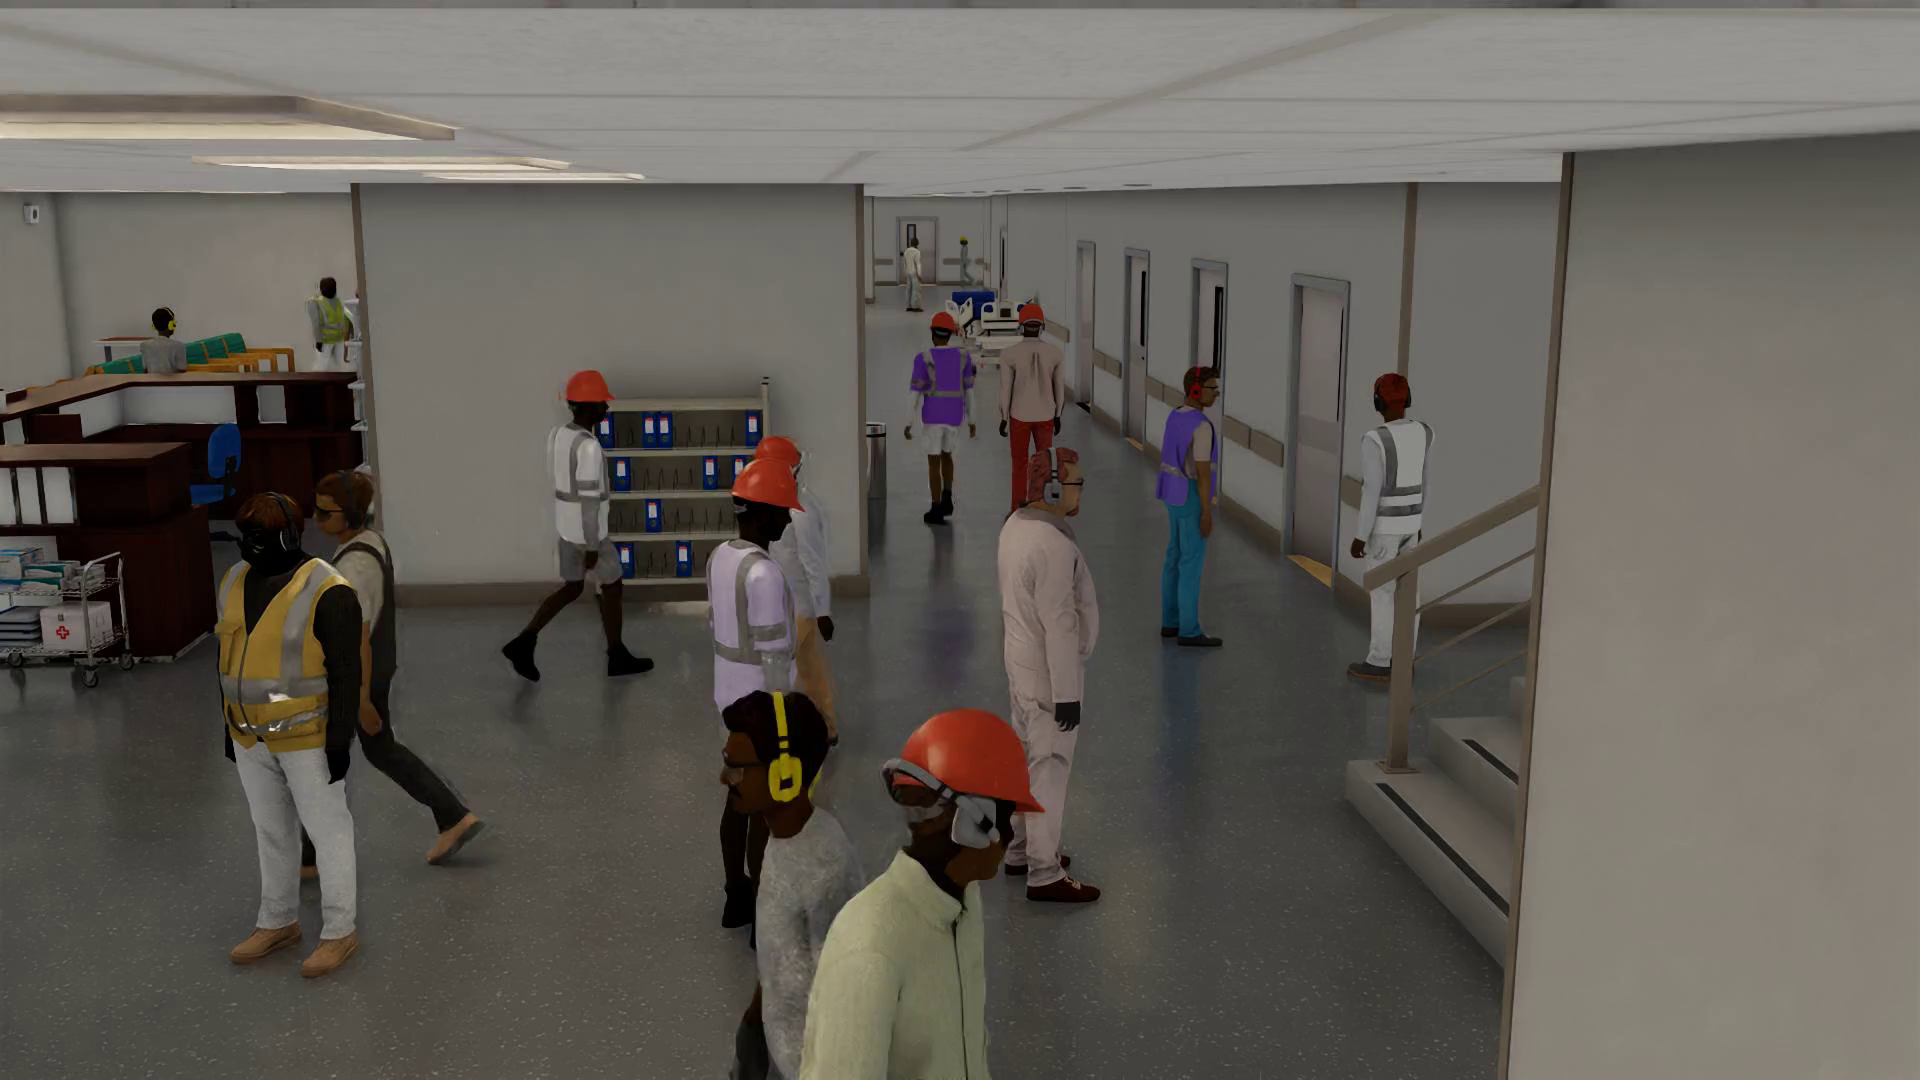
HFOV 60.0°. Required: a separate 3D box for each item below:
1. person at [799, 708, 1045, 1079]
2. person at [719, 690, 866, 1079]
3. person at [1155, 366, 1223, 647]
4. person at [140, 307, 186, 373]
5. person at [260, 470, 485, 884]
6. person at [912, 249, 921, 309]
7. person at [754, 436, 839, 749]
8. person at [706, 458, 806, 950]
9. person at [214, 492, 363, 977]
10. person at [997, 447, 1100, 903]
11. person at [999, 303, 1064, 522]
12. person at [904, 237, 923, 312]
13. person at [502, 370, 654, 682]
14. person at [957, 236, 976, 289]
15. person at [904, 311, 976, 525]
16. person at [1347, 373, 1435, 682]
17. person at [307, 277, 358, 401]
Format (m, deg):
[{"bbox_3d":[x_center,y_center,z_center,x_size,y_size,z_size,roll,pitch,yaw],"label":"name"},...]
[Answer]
[{"bbox_3d":[-0.129,1.294,3.259,0.609,1.944,0.652,5,12,22],"label":"person"},{"bbox_3d":[-0.441,1.239,3.802,0.831,1.835,0.553,-2,12,-12],"label":"person"},{"bbox_3d":[1.497,-0.224,10.947,0.390,1.841,0.564,-3,12,-15],"label":"person"},{"bbox_3d":[-7.860,-1.371,16.523,0.505,1.861,0.330,2,12,9],"label":"person"},{"bbox_3d":[-2.546,0.581,7.109,0.882,1.802,0.513,-1,12,-4],"label":"person"},{"bbox_3d":[-1.179,-6.855,43.852,0.308,1.638,0.511,-6,13,-28],"label":"person"},{"bbox_3d":[-0.917,0.311,8.626,0.665,1.721,0.571,-4,12,-18],"label":"person"},{"bbox_3d":[-0.770,0.637,6.526,0.376,1.928,0.542,-7,13,-30],"label":"person"},{"bbox_3d":[-2.549,0.729,6.295,0.627,1.844,0.429,4,12,21],"label":"person"},{"bbox_3d":[0.383,0.555,6.977,0.407,1.906,0.655,-3,12,-14],"label":"person"},{"bbox_3d":[0.637,-1.121,14.950,0.612,1.995,0.379,-3,12,-16],"label":"person"},{"bbox_3d":[-1.221,-6.946,43.557,0.354,1.936,0.635,-9,15,-38],"label":"person"},{"bbox_3d":[-2.334,-0.068,10.023,0.851,1.916,0.546,-8,14,-36],"label":"person"},{"bbox_3d":[0.200,-9.147,54.821,0.541,1.725,0.498,2,12,8],"label":"person"},{"bbox_3d":[-0.188,-1.099,15.047,0.676,1.908,0.482,-5,12,-22],"label":"person"},{"bbox_3d":[2.615,-0.075,10.110,0.572,1.886,0.355,-8,14,-33],"label":"person"},{"bbox_3d":[-9.218,-2.918,24.194,0.797,1.814,0.624,6,13,28],"label":"person"}]
